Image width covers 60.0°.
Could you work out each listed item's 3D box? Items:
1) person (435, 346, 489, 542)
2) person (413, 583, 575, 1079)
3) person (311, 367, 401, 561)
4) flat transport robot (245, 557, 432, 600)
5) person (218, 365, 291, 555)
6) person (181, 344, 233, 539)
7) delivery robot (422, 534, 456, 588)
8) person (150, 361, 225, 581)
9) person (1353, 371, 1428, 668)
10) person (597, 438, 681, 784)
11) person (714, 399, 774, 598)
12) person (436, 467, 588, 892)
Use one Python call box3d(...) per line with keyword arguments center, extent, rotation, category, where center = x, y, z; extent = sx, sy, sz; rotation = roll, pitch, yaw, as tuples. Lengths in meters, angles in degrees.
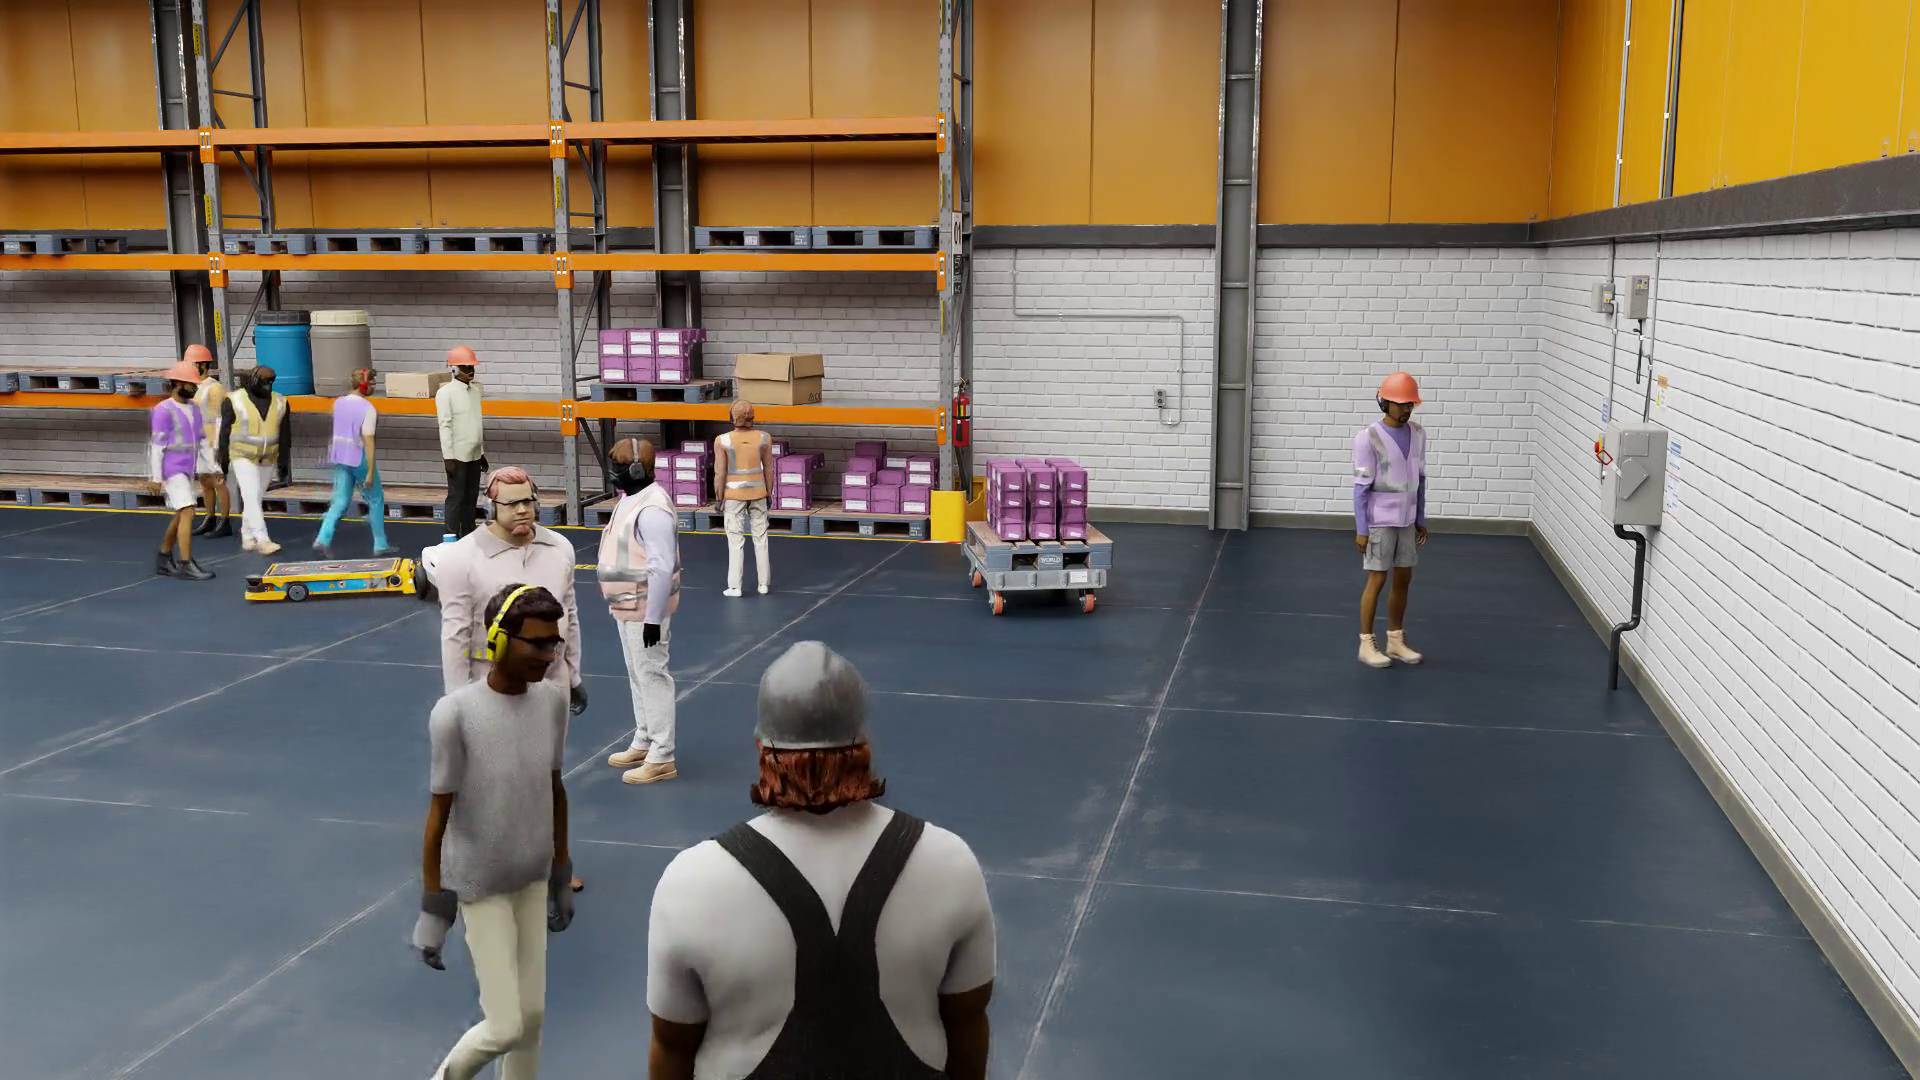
box3d(center=(-4.543, -0.782, 15.270), extent=(0.379, 1.996, 0.611), rotation=(3, 10, 15), category="person")
box3d(center=(-1.372, 1.039, 4.944), extent=(0.452, 1.844, 0.568), rotation=(6, 12, 34), category="person")
box3d(center=(-5.596, -0.691, 15.311), extent=(0.572, 1.806, 0.908), rotation=(5, 11, 29), category="person")
box3d(center=(-5.154, 0.314, 13.876), extent=(1.431, 0.197, 0.652), rotation=(-3, 10, -15), category="flat transport robot")
box3d(center=(-6.624, -0.756, 15.761), extent=(0.877, 1.783, 0.637), rotation=(8, 12, 40), category="person")
box3d(center=(-7.549, -0.983, 16.629), extent=(0.546, 1.938, 0.361), rotation=(7, 12, 36), category="person")
box3d(center=(-4.120, 0.196, 13.458), extent=(0.477, 0.478, 0.707), rotation=(-5, 11, -28), category="delivery robot")
box3d(center=(-6.835, -0.606, 14.513), extent=(0.647, 1.905, 0.555), rotation=(1, 10, 5), category="person")
box3d(center=(2.955, -0.138, 11.356), extent=(0.620, 2.031, 0.404), rotation=(-6, 11, -30), category="person")
box3d(center=(-1.715, 0.371, 8.897), extent=(0.429, 1.842, 0.635), rotation=(-4, 10, -23), category="person")
box3d(center=(-1.772, -0.336, 13.685), extent=(0.511, 1.640, 0.308), rotation=(-5, 11, -26), category="person")
box3d(center=(-1.893, 0.632, 7.163), extent=(0.652, 1.906, 0.405), rotation=(-9, 13, -43), category="person")
